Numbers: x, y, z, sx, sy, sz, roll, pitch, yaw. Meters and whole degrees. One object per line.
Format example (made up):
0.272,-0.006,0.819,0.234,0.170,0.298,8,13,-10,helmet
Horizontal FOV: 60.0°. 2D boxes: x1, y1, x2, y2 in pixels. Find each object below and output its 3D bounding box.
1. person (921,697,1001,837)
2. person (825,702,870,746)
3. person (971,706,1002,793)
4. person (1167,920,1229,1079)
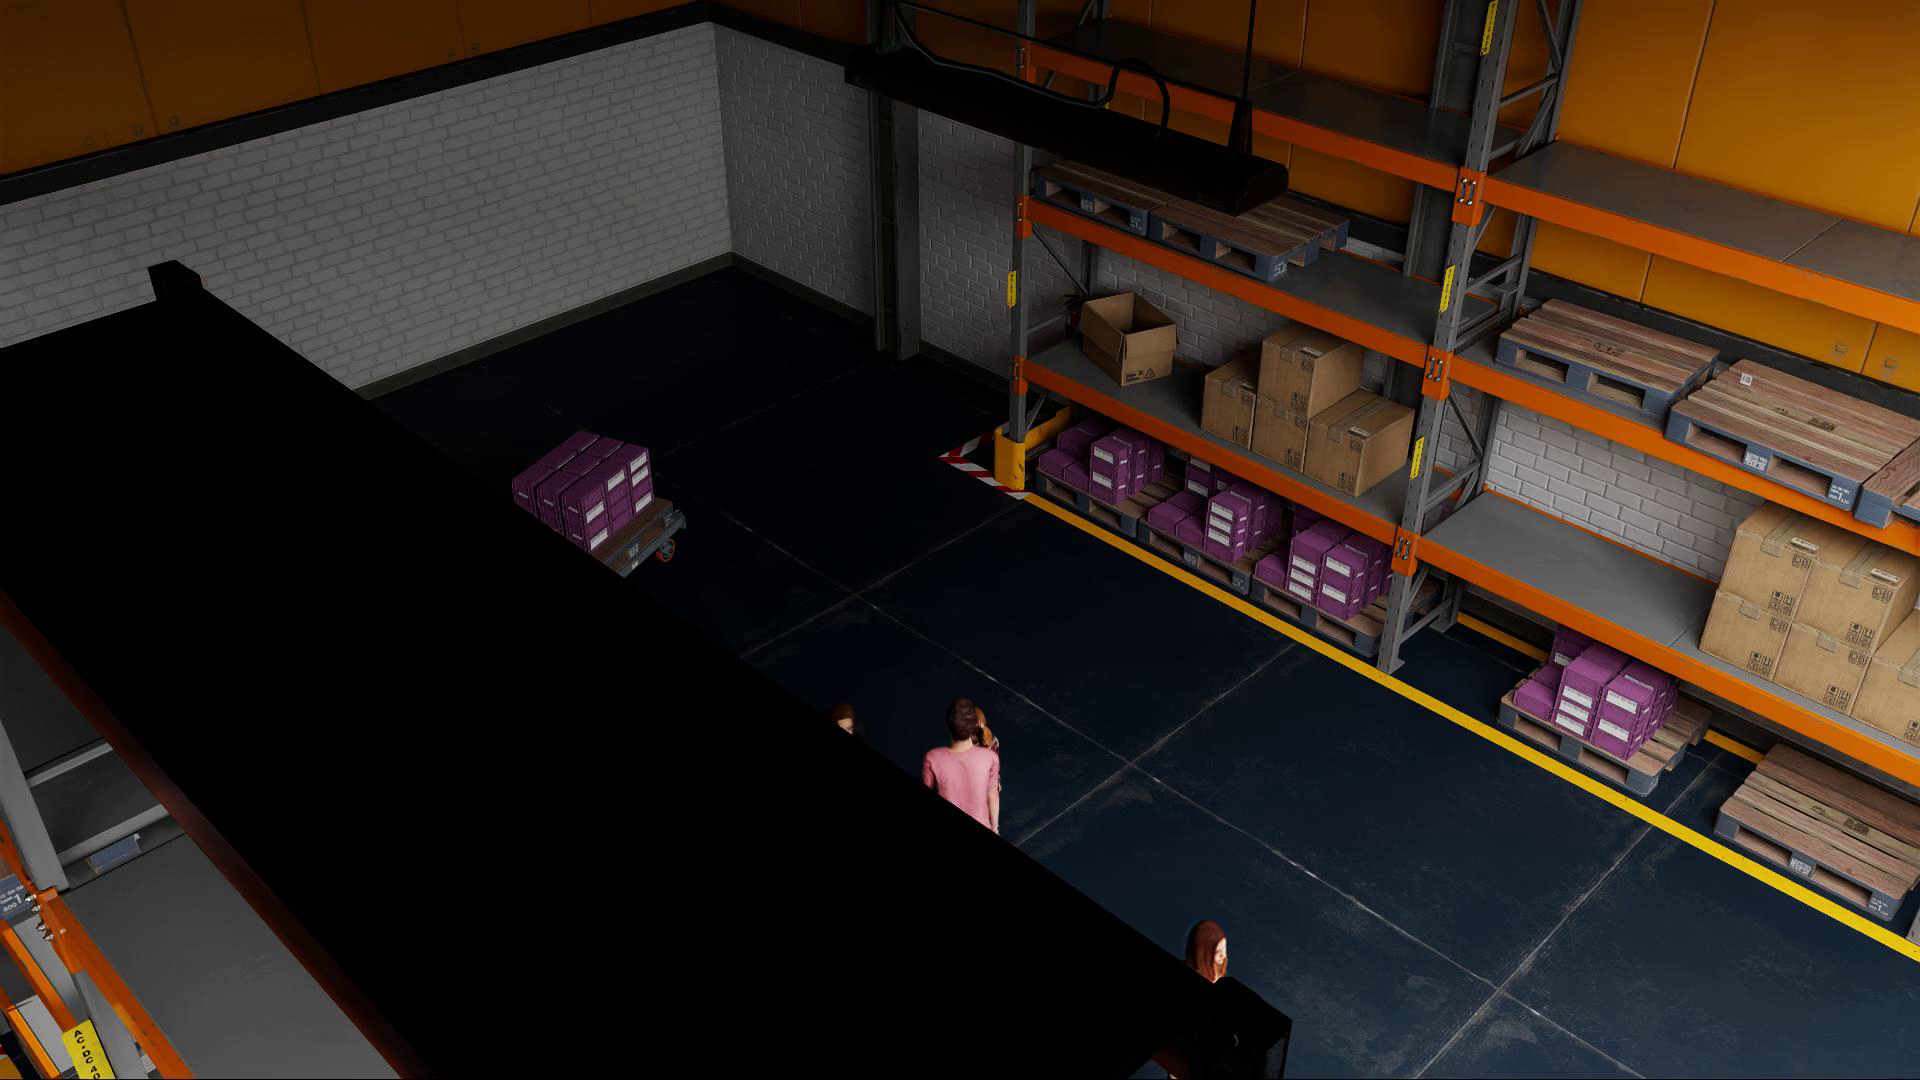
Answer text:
-0.007,1.826,10.105,1.039,1.933,1.135,-2,34,-3,person
-0.767,1.641,10.774,0.560,1.500,0.559,-28,43,-35,person
0.125,1.665,10.924,0.648,1.293,0.914,-19,38,-26,person
1.263,2.679,9.021,0.562,1.711,0.637,23,40,30,person
